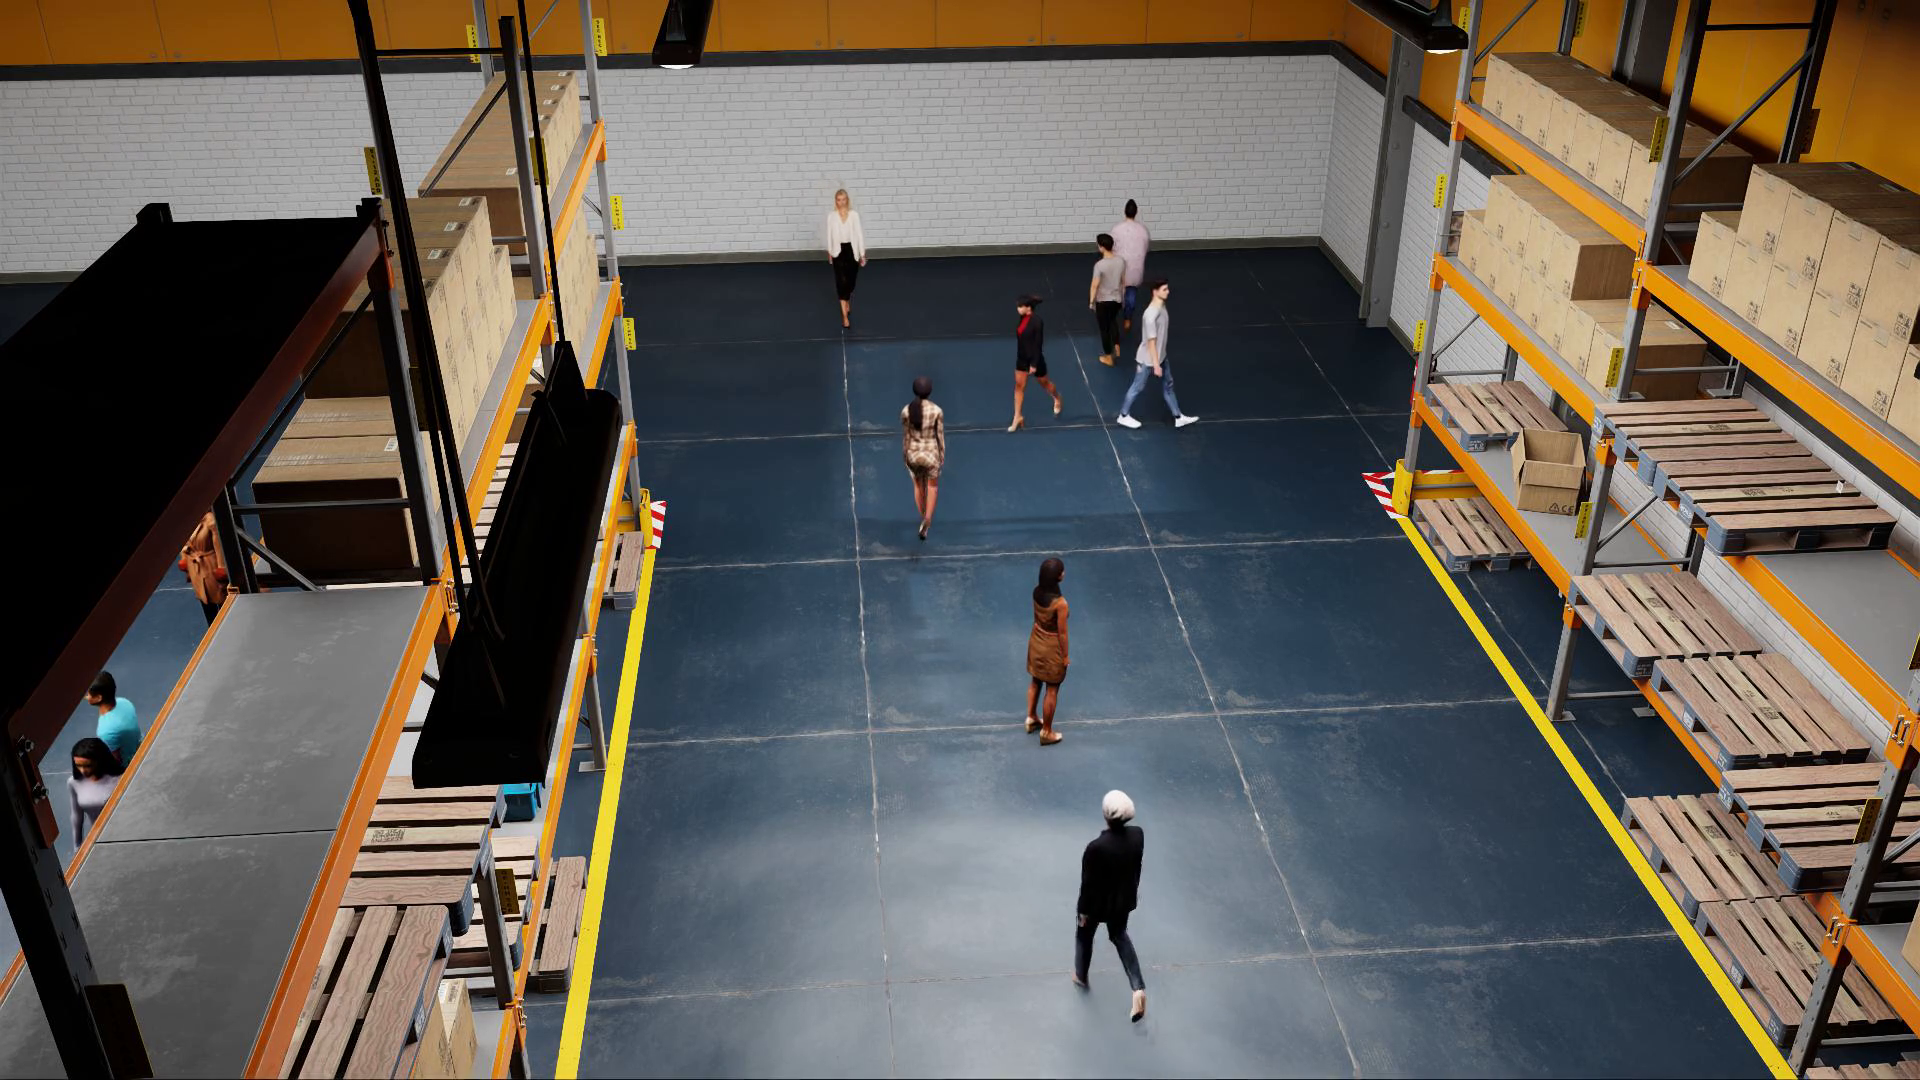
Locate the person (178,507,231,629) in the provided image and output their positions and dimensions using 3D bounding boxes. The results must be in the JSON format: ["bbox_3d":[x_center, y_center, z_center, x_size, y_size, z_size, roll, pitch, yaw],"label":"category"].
[{"bbox_3d":[-6.682,0.286,14.789,0.755,1.715,0.727,8,30,15],"label":"person"}]

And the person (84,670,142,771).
[{"bbox_3d":[-5.950,1.705,12.146,0.744,1.756,0.870,-6,29,-10],"label":"person"}]

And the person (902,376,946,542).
[{"bbox_3d":[-0.381,-0.762,16.644,0.683,1.779,0.921,3,29,5],"label":"person"}]

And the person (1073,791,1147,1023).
[{"bbox_3d":[0.974,2.441,11.010,0.973,1.770,1.100,-15,32,-25],"label":"person"}]

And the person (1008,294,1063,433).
[{"bbox_3d":[0.898,-2.047,19.191,1.052,1.597,1.025,25,37,38],"label":"person"}]

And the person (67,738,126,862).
[{"bbox_3d":[-5.828,2.028,11.630,0.828,1.683,1.228,3,29,5],"label":"person"}]

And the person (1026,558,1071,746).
[{"bbox_3d":[0.731,0.903,13.692,0.697,1.683,0.589,-17,33,-29],"label":"person"}]

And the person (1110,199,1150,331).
[{"bbox_3d":[2.207,-3.611,21.915,0.704,1.733,0.773,-1,29,-2],"label":"person"}]

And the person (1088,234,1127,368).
[{"bbox_3d":[1.893,-2.968,20.773,0.706,1.699,0.704,-13,31,-22],"label":"person"}]

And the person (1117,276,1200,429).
[{"bbox_3d":[2.118,-2.115,19.061,1.140,1.840,1.230,12,31,21],"label":"person"}]

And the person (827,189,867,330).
[{"bbox_3d":[-1.511,-3.752,22.102,0.657,1.802,1.139,-3,29,-6],"label":"person"}]
